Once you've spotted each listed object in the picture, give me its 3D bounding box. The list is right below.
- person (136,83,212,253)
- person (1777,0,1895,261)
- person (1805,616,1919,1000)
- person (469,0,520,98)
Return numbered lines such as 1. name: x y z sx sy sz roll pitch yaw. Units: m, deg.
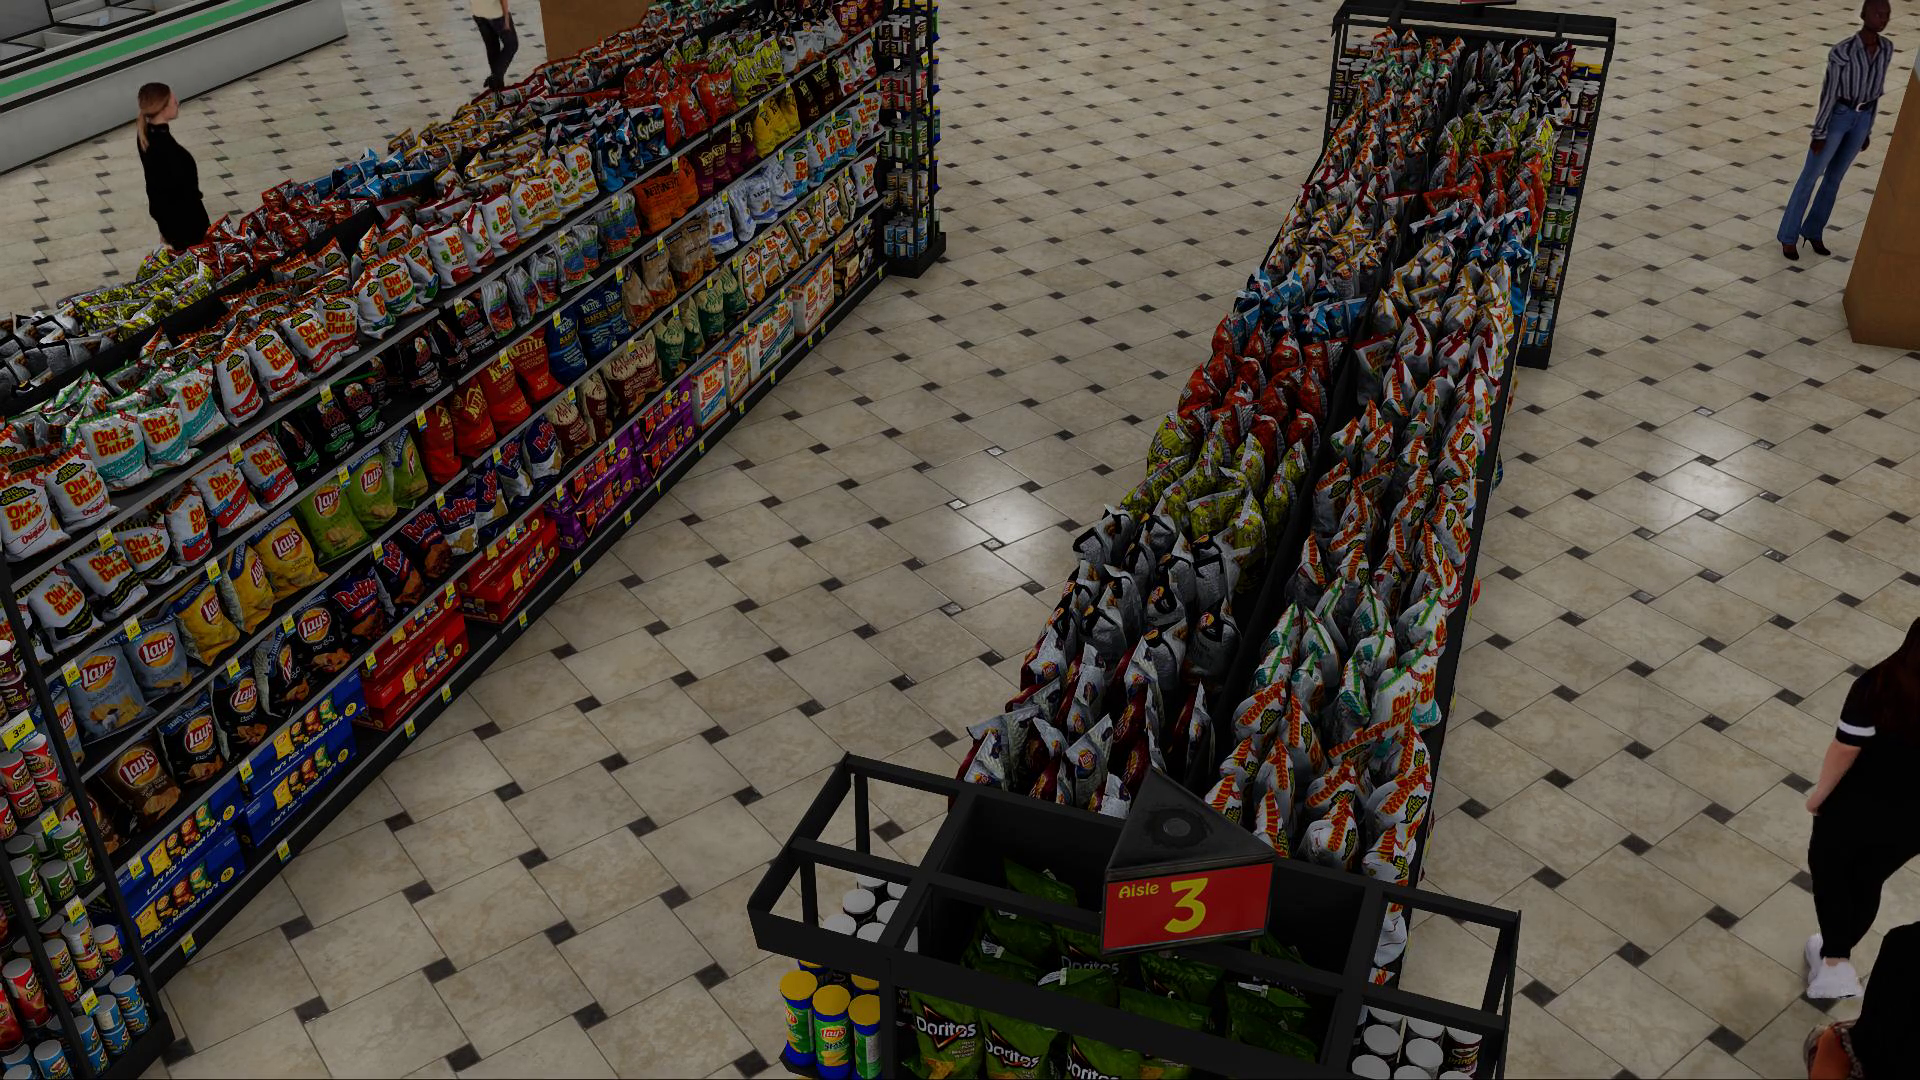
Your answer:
1. person: -4.597 -1.774 9.723 0.727 1.752 0.822 27 41 36
2. person: 6.000 -2.804 11.338 0.720 1.794 0.747 -9 33 -14
3. person: 3.059 0.930 5.496 0.628 1.625 0.766 8 33 13
4. person: -4.056 -4.501 14.272 0.617 1.576 0.748 8 33 13
